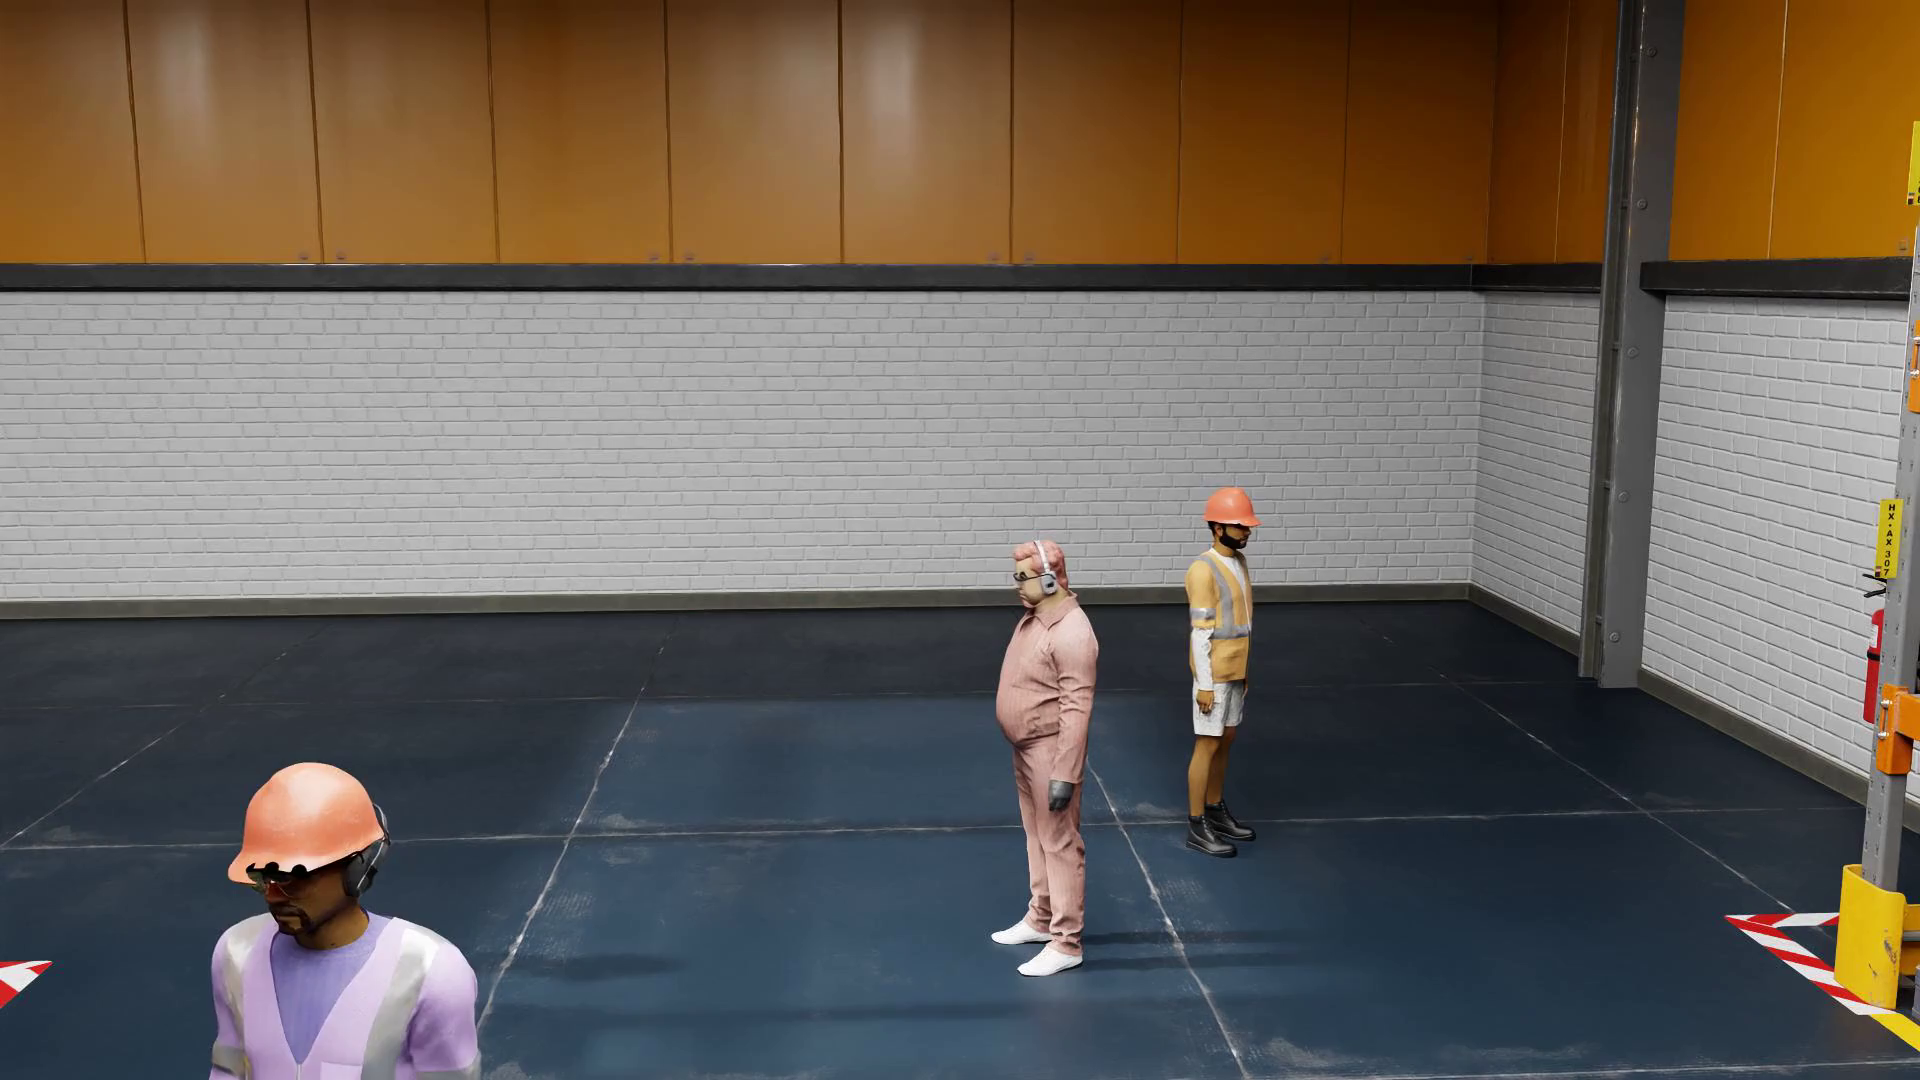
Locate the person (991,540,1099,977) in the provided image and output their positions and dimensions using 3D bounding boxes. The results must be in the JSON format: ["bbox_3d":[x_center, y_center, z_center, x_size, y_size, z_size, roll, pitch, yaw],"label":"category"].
[{"bbox_3d":[0.358,0.938,7.269,0.407,1.902,0.639,-2,9,-14],"label":"person"}]

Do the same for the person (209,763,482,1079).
[{"bbox_3d":[-1.316,1.462,3.528,0.615,2.042,0.372,2,9,12],"label":"person"}]

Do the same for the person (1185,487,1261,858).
[{"bbox_3d":[1.396,0.682,8.756,0.357,1.936,0.551,5,11,31],"label":"person"}]
